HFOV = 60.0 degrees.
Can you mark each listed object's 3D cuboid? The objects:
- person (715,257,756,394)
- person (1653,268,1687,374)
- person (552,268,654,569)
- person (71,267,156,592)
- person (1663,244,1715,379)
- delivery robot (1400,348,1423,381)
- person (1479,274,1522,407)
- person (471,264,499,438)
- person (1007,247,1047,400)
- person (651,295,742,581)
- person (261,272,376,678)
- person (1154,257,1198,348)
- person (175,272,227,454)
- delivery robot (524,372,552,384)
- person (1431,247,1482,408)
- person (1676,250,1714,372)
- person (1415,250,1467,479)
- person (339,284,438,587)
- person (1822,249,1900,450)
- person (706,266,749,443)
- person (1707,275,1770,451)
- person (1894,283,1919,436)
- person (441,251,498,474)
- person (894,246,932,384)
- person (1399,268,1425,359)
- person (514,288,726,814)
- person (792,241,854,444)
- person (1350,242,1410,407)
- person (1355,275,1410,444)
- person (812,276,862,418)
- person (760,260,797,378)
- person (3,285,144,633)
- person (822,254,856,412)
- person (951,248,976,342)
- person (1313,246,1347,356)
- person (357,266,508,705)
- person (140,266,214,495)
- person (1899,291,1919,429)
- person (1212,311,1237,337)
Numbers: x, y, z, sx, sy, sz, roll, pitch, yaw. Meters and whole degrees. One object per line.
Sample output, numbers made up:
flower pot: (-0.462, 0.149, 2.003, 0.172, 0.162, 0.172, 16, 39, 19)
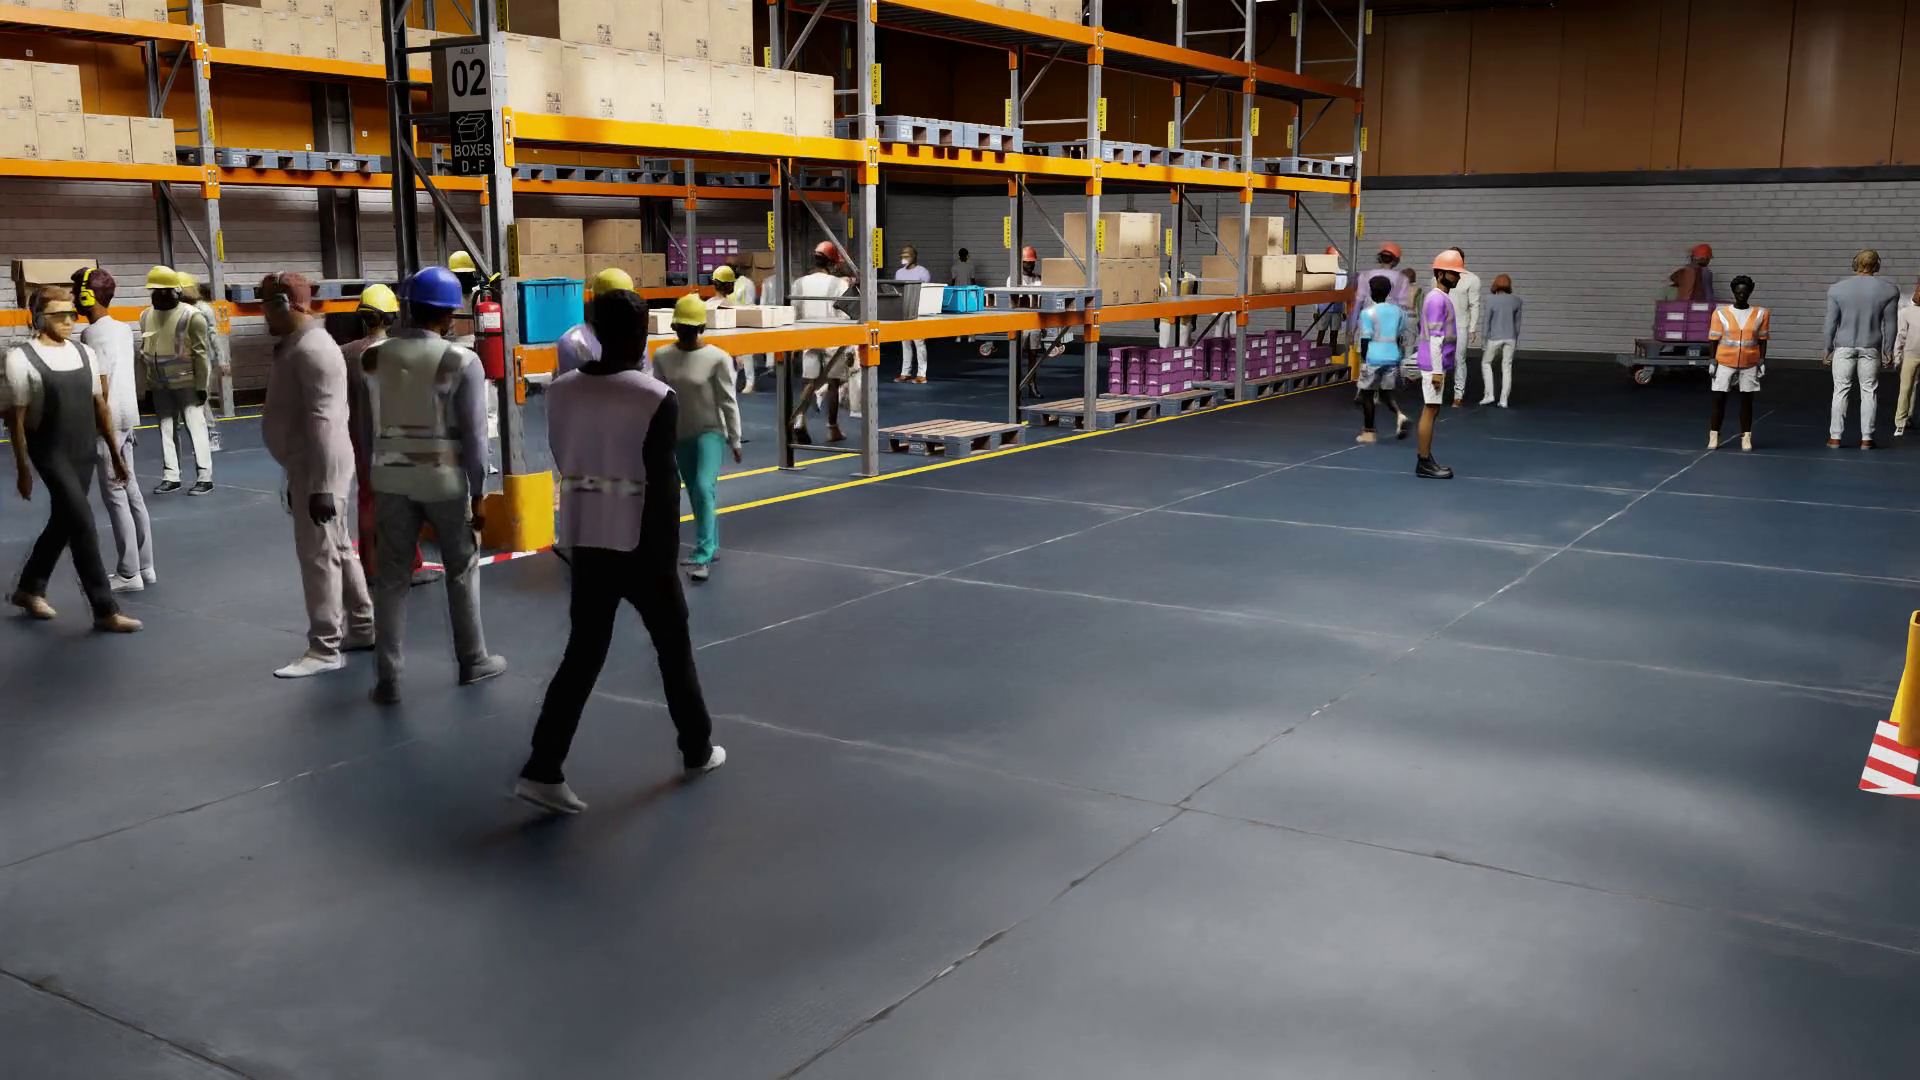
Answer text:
person: (-2.990, -2.783, 21.740, 0.650, 1.798, 0.869, 5, 11, 25)
person: (10.545, -3.233, 24.725, 0.558, 1.604, 0.569, -1, 10, -6)
person: (-2.117, -0.656, 9.755, 0.974, 1.873, 0.598, 8, 13, 38)
person: (-4.907, -0.628, 9.585, 0.311, 1.869, 0.532, -1, 10, -5)
person: (10.733, -3.311, 24.203, 0.877, 1.944, 0.758, 4, 11, 23)
delivery robot: (6.248, -2.372, 22.633, 0.477, 0.478, 0.707, 6, 12, 30)
person: (6.566, -2.423, 20.228, 0.523, 1.618, 0.438, -1, 10, -6)
person: (-4.973, -1.957, 17.029, 0.621, 1.845, 0.429, 6, 12, 30)
person: (0.859, -2.749, 21.148, 0.552, 1.937, 0.356, -5, 11, -24)
person: (-1.585, -0.621, 10.032, 0.549, 1.696, 0.798, 4, 11, 22)
person: (-3.028, -0.308, 7.851, 0.479, 1.881, 0.743, -5, 11, -24)
person: (2.988, -3.044, 23.075, 0.621, 1.837, 0.429, 0, 10, 1)
person: (-7.240, -1.661, 15.688, 0.523, 1.719, 0.577, 4, 11, 21)
delivery robot: (-5.652, -2.187, 21.598, 0.477, 0.478, 0.707, 8, 13, 36)
person: (5.944, -2.556, 20.087, 0.627, 1.936, 0.373, 7, 13, 35)
person: (11.306, -3.533, 25.571, 0.407, 1.912, 0.641, -5, 12, -27)
person: (4.096, -1.493, 14.199, 0.375, 1.934, 0.547, 3, 11, 17)
person: (-3.354, -0.600, 9.716, 0.523, 1.769, 0.317, 1, 10, 7)
person: (8.709, -1.843, 16.123, 0.635, 1.937, 0.354, 5, 11, 27)
person: (-2.349, -1.848, 16.632, 0.533, 1.768, 0.310, 10, 14, 43)
person: (7.464, -1.690, 15.984, 0.537, 1.690, 0.322, 3, 11, 18)
person: (9.878, -1.862, 17.104, 0.493, 1.625, 0.282, 4, 11, 23)
person: (-4.243, -1.512, 14.321, 0.588, 1.927, 0.370, -6, 12, -31)
person: (-0.675, -3.170, 23.483, 0.634, 1.936, 0.351, 8, 13, 38)
person: (6.506, -3.157, 24.301, 0.540, 1.619, 0.630, 2, 11, 13)
person: (-1.277, 0.031, 5.993, 0.604, 1.866, 0.947, 4, 11, 23)
person: (-1.402, -1.958, 16.570, 0.649, 2.032, 0.609, 4, 11, 21)
person: (5.043, -2.571, 19.990, 0.660, 2.000, 0.814, 3, 11, 17)
person: (4.182, -1.770, 16.409, 0.538, 1.682, 0.518, -5, 11, -24)
person: (-1.347, -2.180, 18.897, 0.599, 1.619, 0.539, -3, 11, -18)
person: (-2.645, -3.282, 24.513, 0.620, 1.799, 0.638, 0, 10, 0)
person: (-4.711, -0.429, 8.695, 0.943, 1.806, 0.531, 3, 11, 19)
person: (-1.455, -2.535, 19.900, 0.636, 1.963, 0.846, 4, 11, 20)
person: (0.083, -4.855, 33.014, 0.510, 1.870, 0.328, 0, 10, 2)
person: (5.693, -3.541, 25.544, 0.553, 1.934, 0.364, -3, 11, -14)
person: (-2.381, -0.243, 7.393, 0.628, 1.910, 0.673, 1, 10, 7)
person: (-6.240, -1.257, 13.216, 0.591, 1.823, 0.404, 2, 11, 13)
person: (10.386, -2.084, 17.913, 0.586, 1.789, 0.958, 6, 12, 29)
person: (4.011, -3.388, 24.860, 0.578, 1.879, 0.343, -2, 10, -12)
